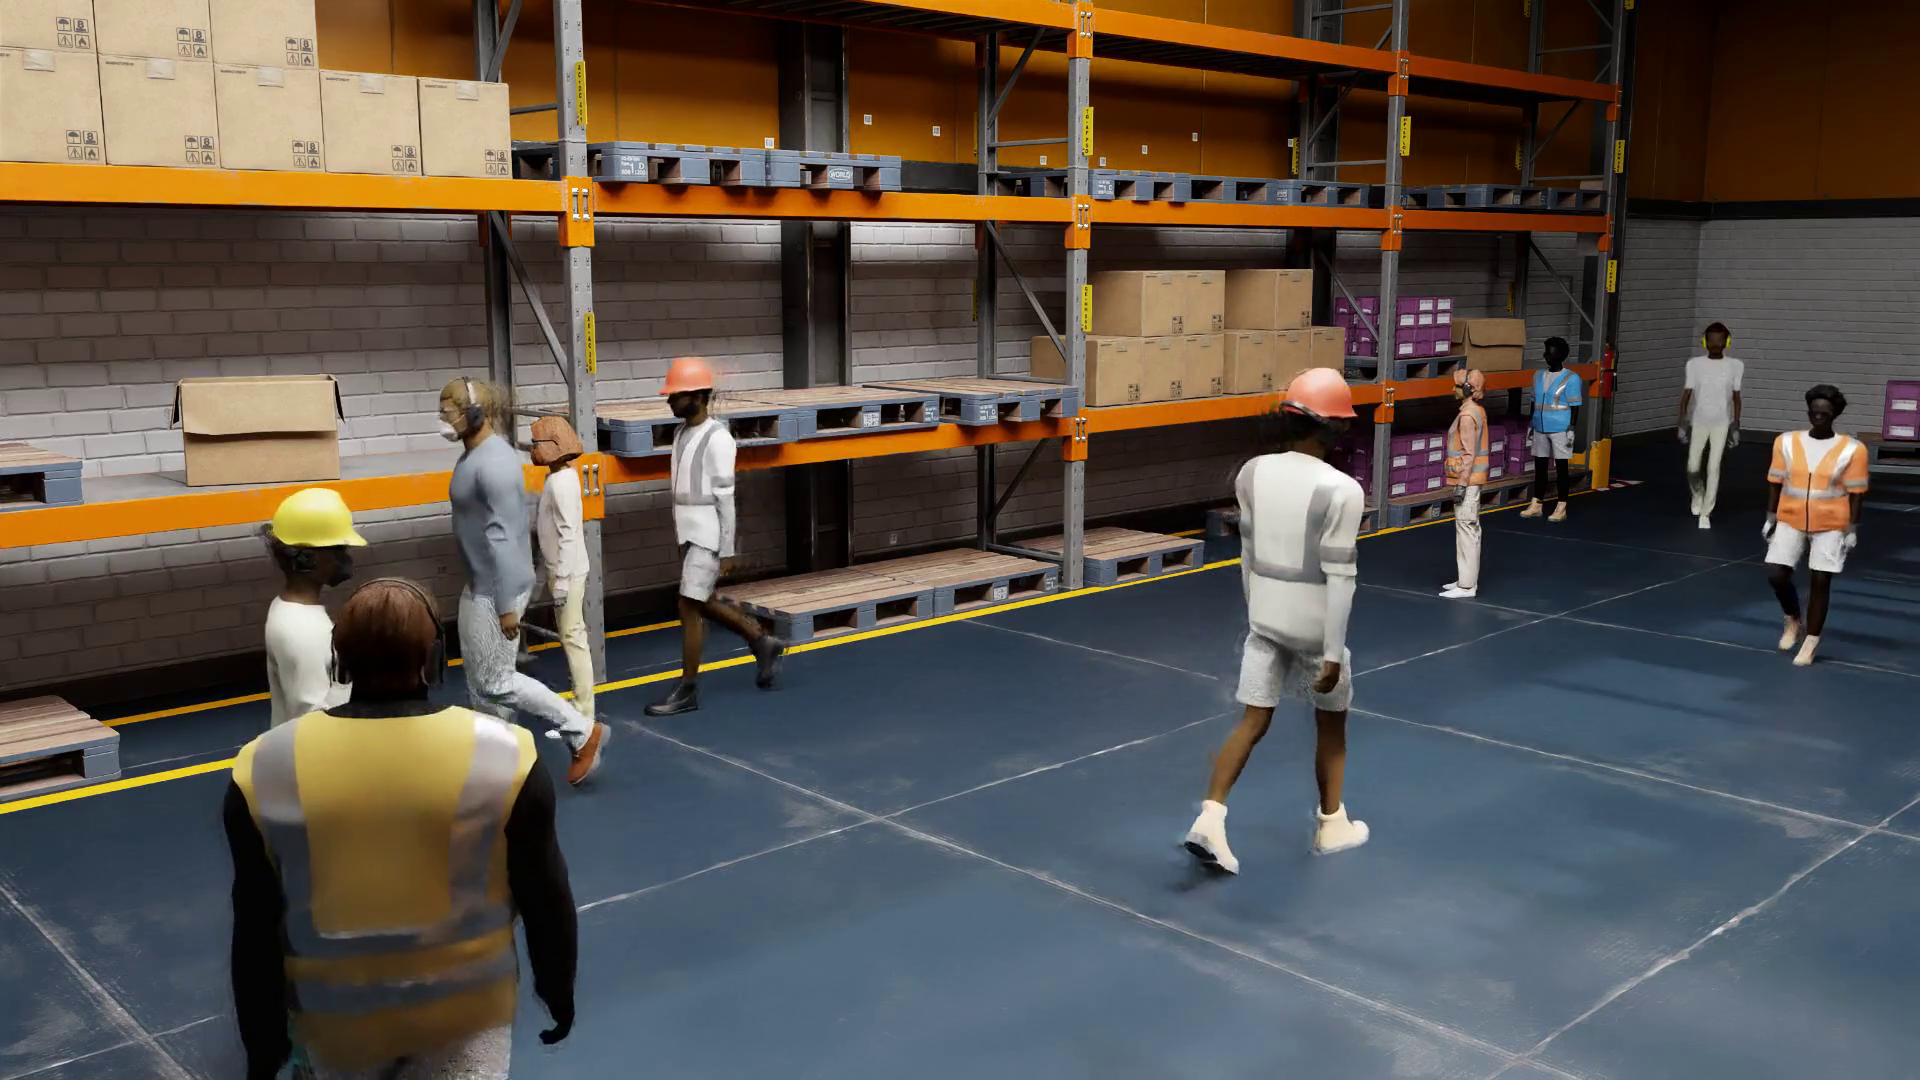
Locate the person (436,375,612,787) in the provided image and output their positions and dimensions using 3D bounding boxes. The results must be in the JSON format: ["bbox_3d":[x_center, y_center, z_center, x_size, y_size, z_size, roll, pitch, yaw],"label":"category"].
[{"bbox_3d":[-1.991,0.225,7.384,0.665,1.923,0.636,-4,11,-23],"label":"person"}]

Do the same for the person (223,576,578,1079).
[{"bbox_3d":[-1.132,0.956,3.481,0.652,1.788,0.975,-2,10,-10],"label":"person"}]

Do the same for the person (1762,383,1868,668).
[{"bbox_3d":[5.043,-0.084,9.842,0.552,1.684,0.360,8,12,39],"label":"person"}]

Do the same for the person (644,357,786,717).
[{"bbox_3d":[-1.321,-0.034,8.939,0.826,1.915,0.553,-6,12,-33],"label":"person"}]

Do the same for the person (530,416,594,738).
[{"bbox_3d":[-2.017,0.185,8.443,0.268,1.632,0.507,-2,10,-12],"label":"person"}]

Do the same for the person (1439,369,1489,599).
[{"bbox_3d":[3.605,-0.400,11.854,0.307,1.639,0.525,4,11,23],"label":"person"}]

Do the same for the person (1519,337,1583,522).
[{"bbox_3d":[5.452,-1.019,15.310,0.322,1.697,0.531,-6,11,-31],"label":"person"}]

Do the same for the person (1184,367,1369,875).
[{"bbox_3d":[1.275,0.328,6.531,0.973,2.015,0.614,-9,13,-42],"label":"person"}]

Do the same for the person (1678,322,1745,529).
[{"bbox_3d":[6.774,-1.042,14.998,0.525,1.853,0.640,5,11,27],"label":"person"}]

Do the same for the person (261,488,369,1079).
[{"bbox_3d":[-1.877,0.724,4.911,0.331,1.765,0.533,-4,11,-23],"label":"person"}]
